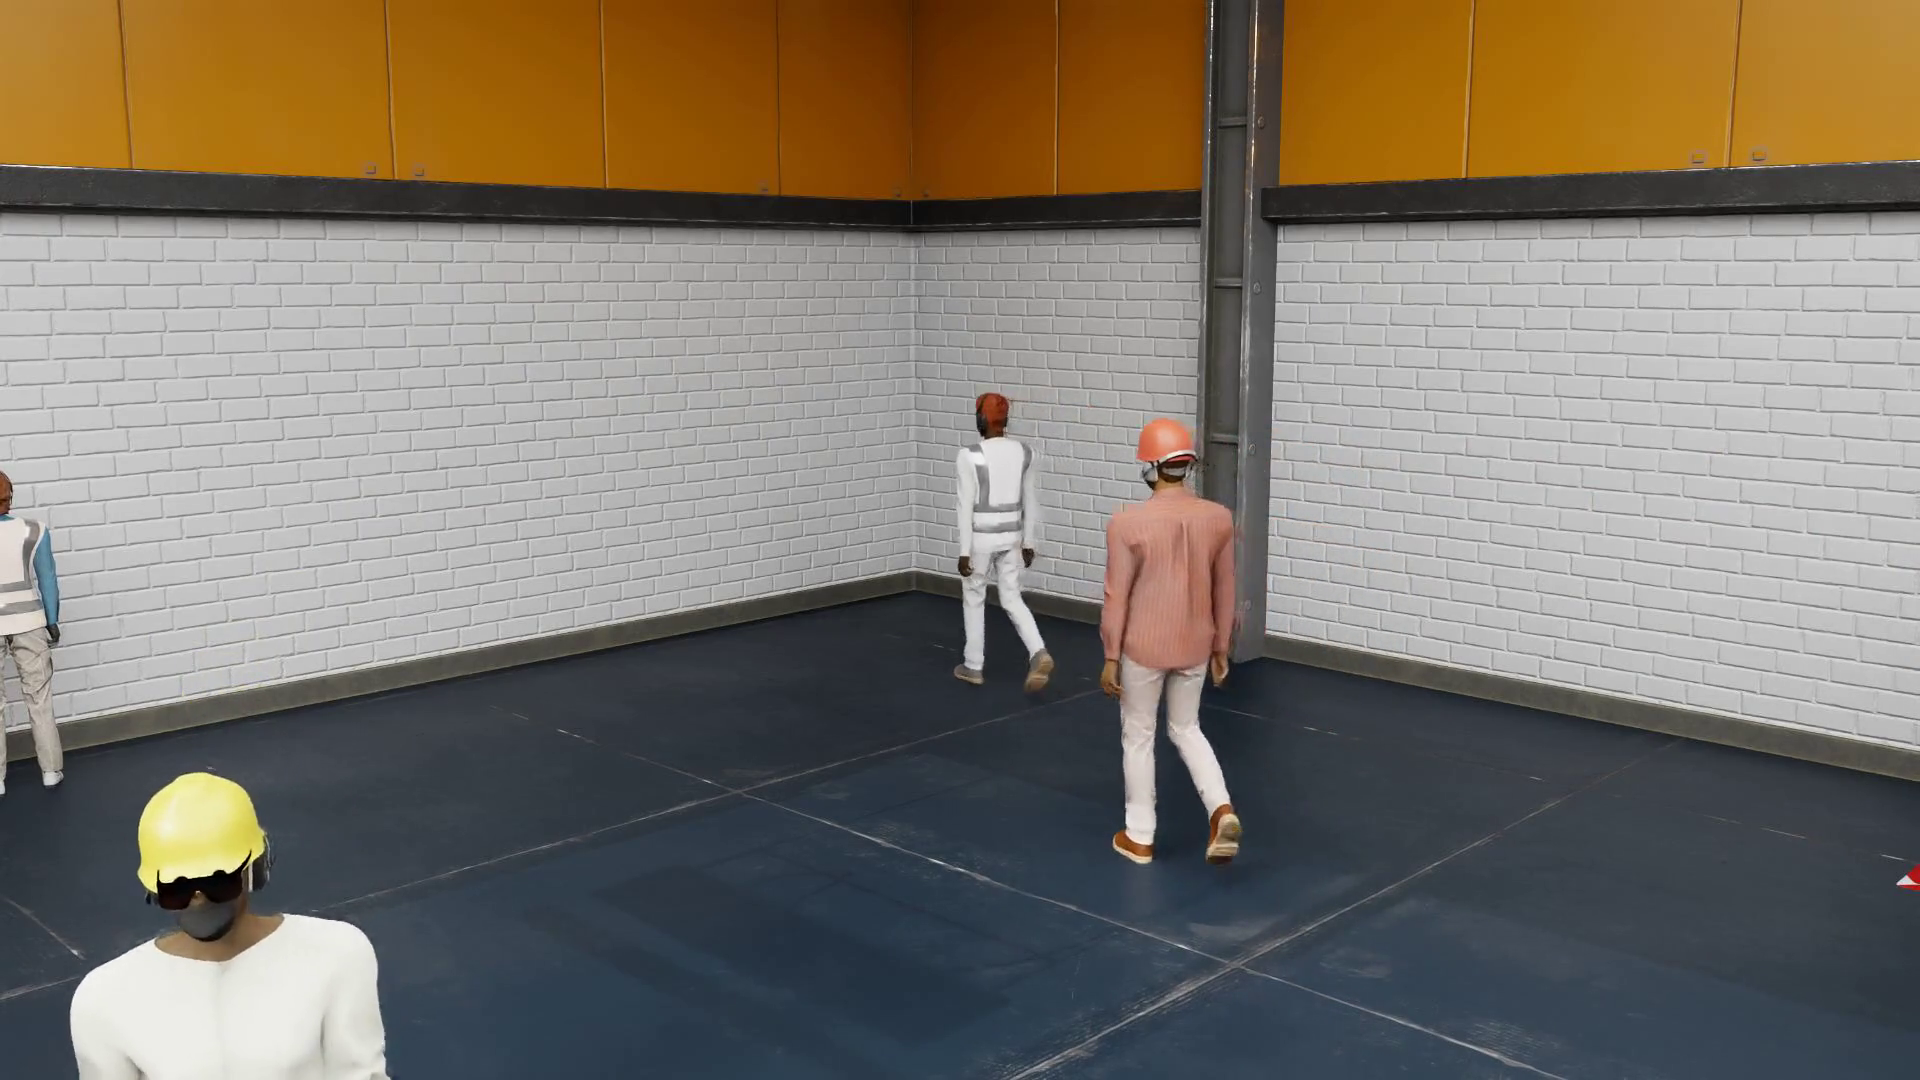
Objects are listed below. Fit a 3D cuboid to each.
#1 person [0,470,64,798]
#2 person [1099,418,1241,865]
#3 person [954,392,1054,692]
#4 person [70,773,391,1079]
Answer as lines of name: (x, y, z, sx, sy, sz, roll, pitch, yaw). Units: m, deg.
person: (-4.731, 0.457, 8.231, 0.514, 1.642, 0.310, -7, 12, -36)
person: (0.924, 0.471, 7.149, 0.622, 1.978, 0.639, -4, 10, -22)
person: (0.253, 0.021, 10.260, 0.582, 1.859, 0.826, -6, 11, -32)
person: (-1.332, 1.245, 3.111, 0.524, 1.738, 0.771, -4, 10, -25)
